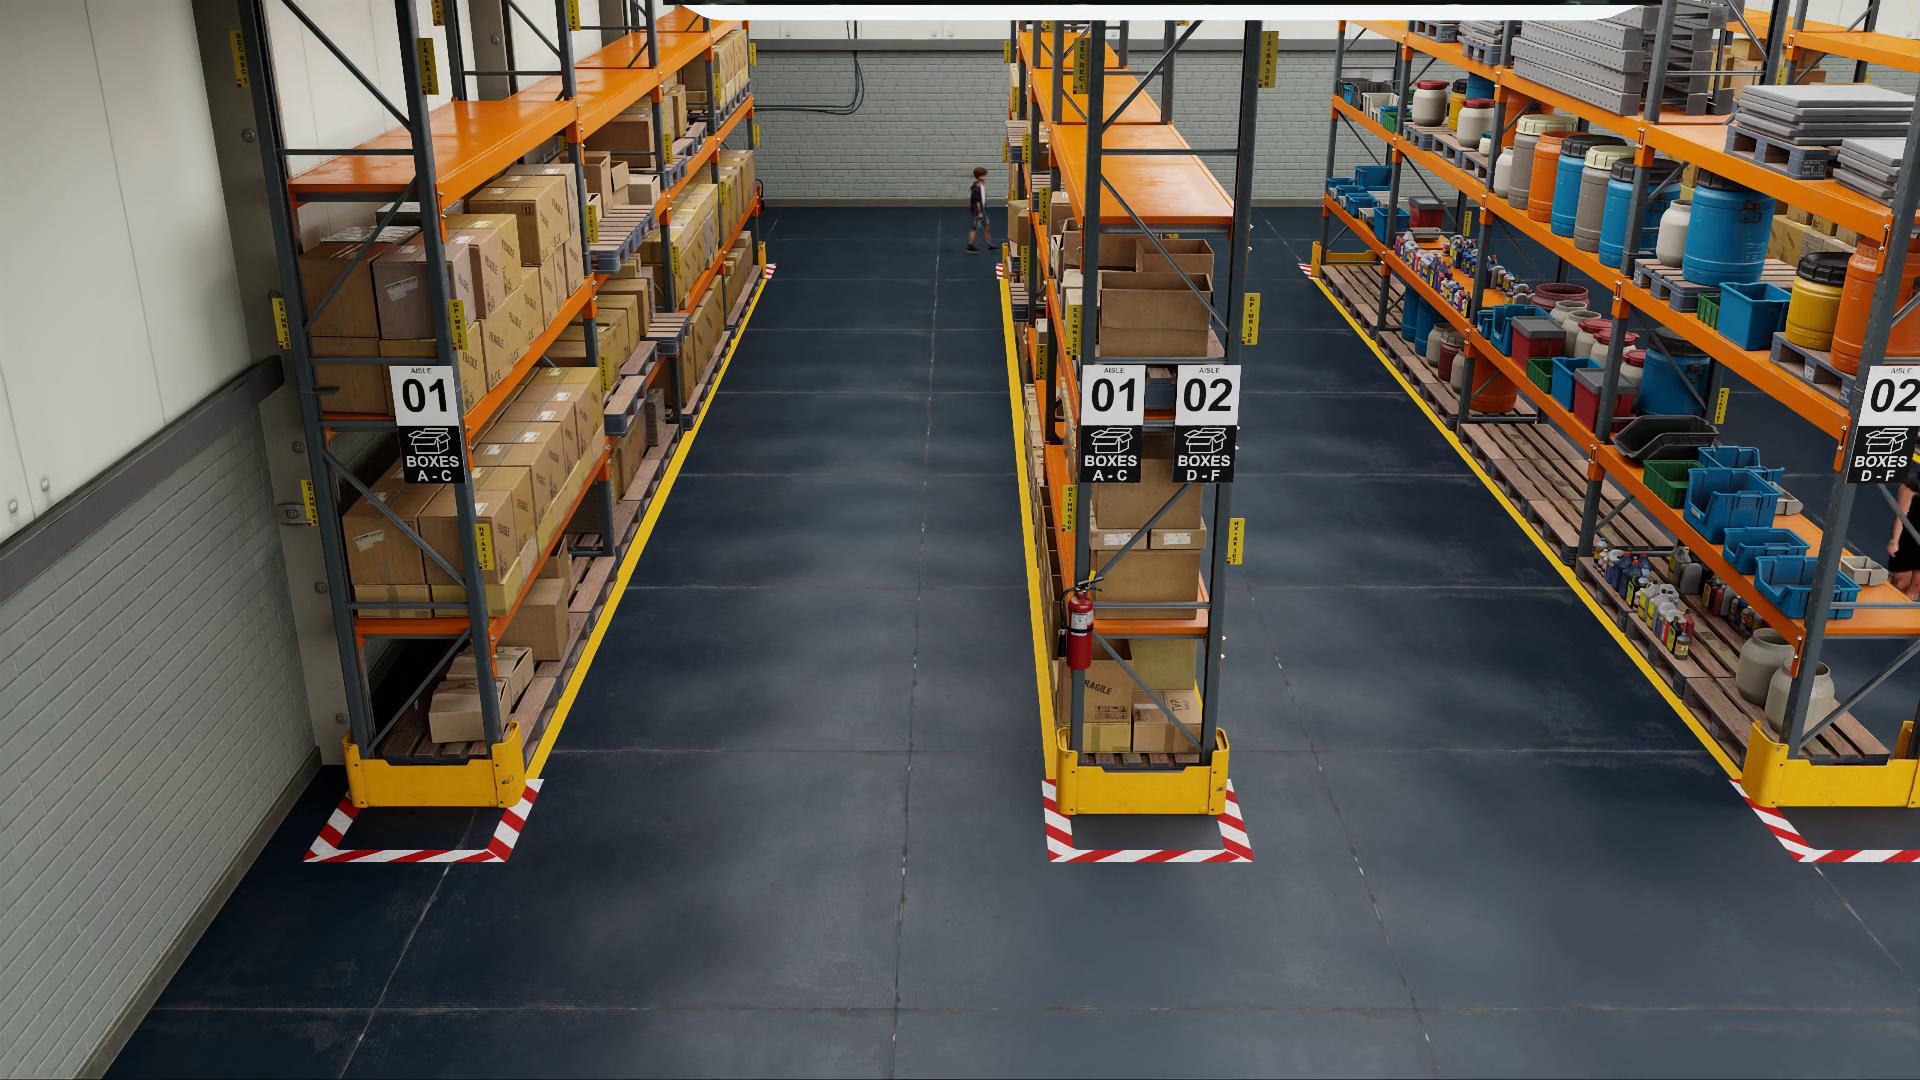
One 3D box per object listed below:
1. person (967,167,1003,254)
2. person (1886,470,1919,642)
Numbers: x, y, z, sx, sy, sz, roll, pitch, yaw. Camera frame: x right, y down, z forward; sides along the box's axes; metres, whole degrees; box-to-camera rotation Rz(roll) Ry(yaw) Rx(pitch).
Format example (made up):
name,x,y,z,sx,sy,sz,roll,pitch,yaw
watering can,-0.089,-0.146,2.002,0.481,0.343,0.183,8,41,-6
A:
name,x,y,z,sx,sy,sz,roll,pitch,yaw
person,0.252,-5.483,27.721,0.763,1.422,0.833,7,23,18
person,7.915,0.019,13.902,0.728,1.699,0.845,-4,23,-9
